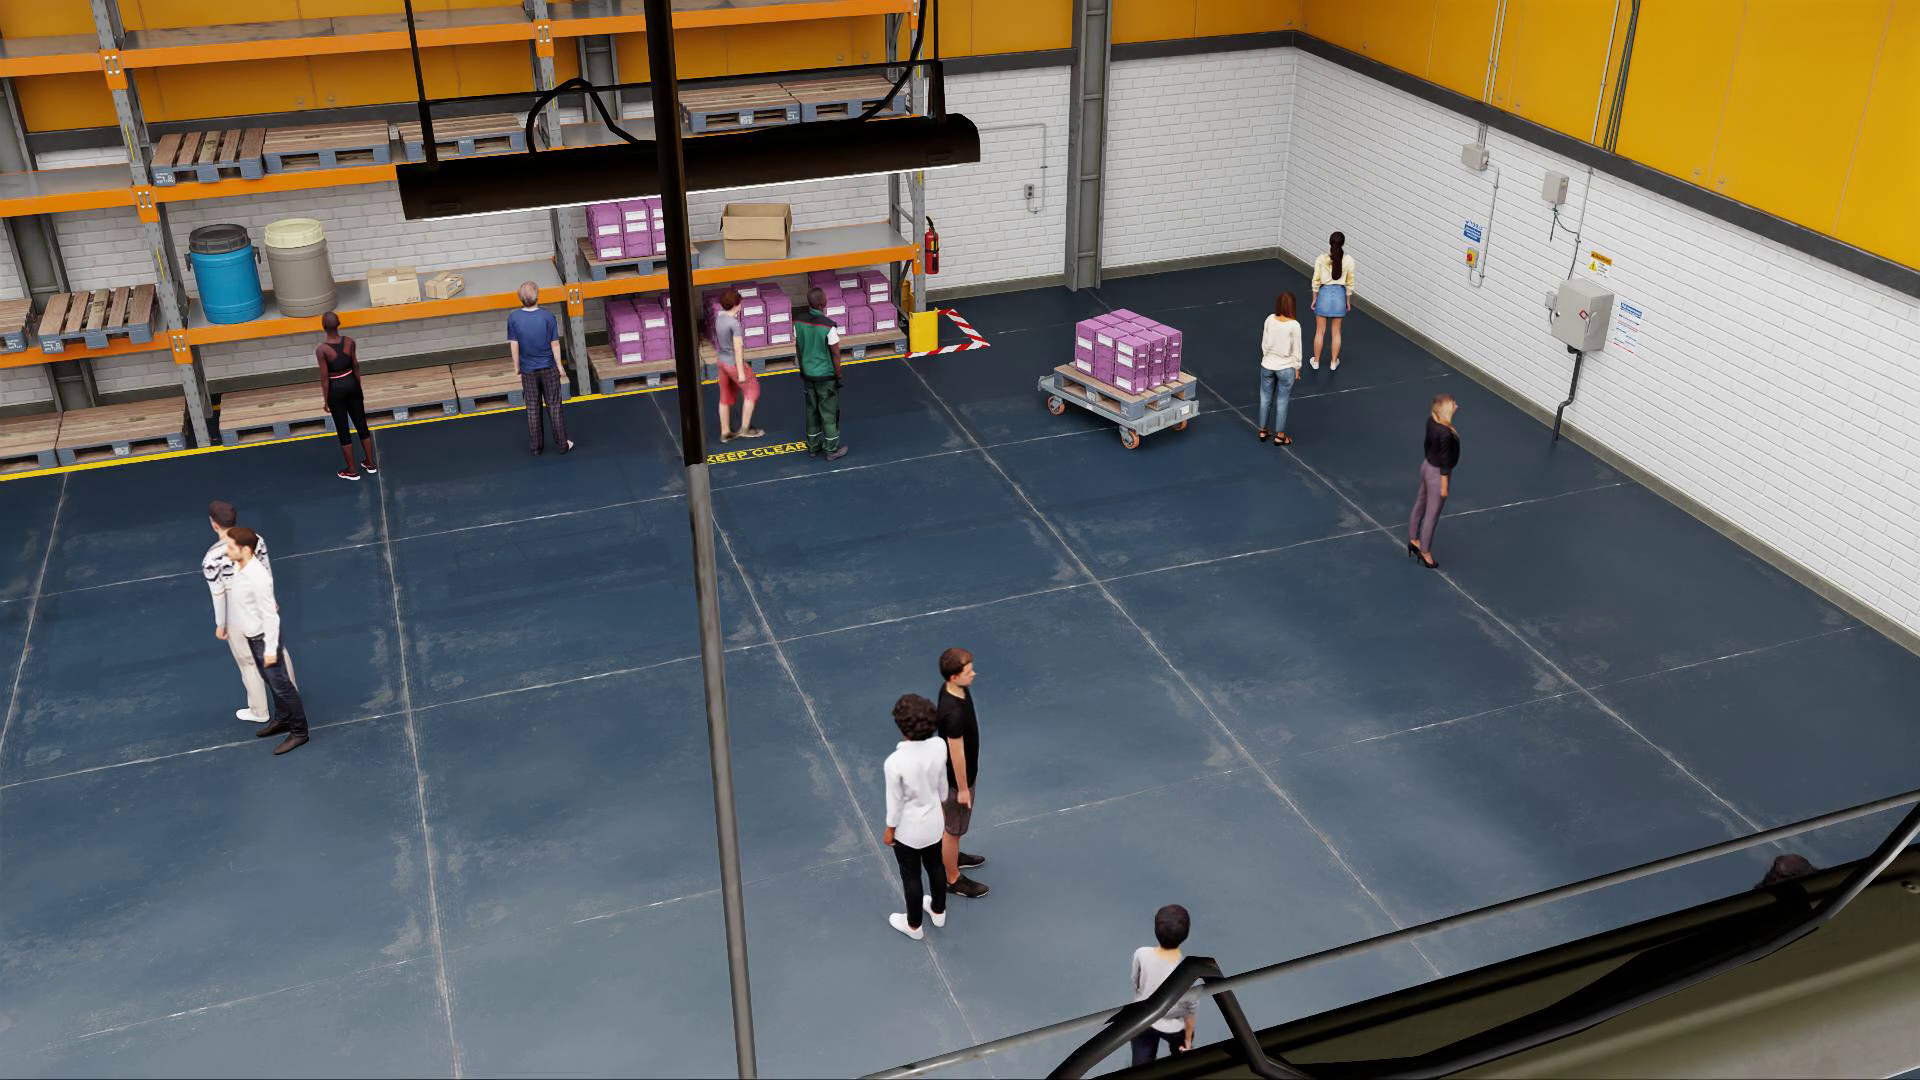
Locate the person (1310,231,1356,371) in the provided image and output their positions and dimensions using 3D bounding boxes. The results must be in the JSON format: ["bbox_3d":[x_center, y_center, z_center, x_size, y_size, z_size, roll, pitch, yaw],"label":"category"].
[{"bbox_3d":[4.262,-2.752,19.099,0.657,1.632,0.787,4,29,7],"label":"person"}]

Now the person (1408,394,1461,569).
[{"bbox_3d":[4.271,-0.549,15.019,0.595,1.671,0.641,-4,29,-7],"label":"person"}]

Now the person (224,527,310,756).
[{"bbox_3d":[-5.216,0.725,12.475,0.666,1.871,0.724,-22,35,-34],"label":"person"}]

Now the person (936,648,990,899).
[{"bbox_3d":[-0.029,1.511,11.043,0.697,1.862,0.739,-1,29,-2],"label":"person"}]

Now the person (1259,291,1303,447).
[{"bbox_3d":[3.317,-1.790,17.282,0.693,1.683,0.688,24,37,37],"label":"person"}]

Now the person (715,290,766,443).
[{"bbox_3d":[-2.438,-1.772,17.299,0.776,1.636,0.719,-21,35,-33],"label":"person"}]

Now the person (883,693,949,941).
[{"bbox_3d":[-0.266,1.770,10.624,0.594,1.809,0.743,-19,34,-31],"label":"person"}]

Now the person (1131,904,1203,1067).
[{"bbox_3d":[1.086,2.719,9.189,0.991,1.517,1.021,10,30,18],"label":"person"}]

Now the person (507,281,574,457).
[{"bbox_3d":[-4.311,-1.758,17.027,0.557,1.871,0.769,-3,29,-6],"label":"person"}]

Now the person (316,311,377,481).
[{"bbox_3d":[-6.135,-1.451,16.583,0.722,1.758,0.617,22,36,35],"label":"person"}]

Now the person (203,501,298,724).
[{"bbox_3d":[-5.492,0.542,12.820,0.824,1.862,0.734,16,33,27],"label":"person"}]

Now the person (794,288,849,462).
[{"bbox_3d":[-1.425,-1.693,16.941,0.784,1.840,0.828,15,32,26],"label":"person"}]
